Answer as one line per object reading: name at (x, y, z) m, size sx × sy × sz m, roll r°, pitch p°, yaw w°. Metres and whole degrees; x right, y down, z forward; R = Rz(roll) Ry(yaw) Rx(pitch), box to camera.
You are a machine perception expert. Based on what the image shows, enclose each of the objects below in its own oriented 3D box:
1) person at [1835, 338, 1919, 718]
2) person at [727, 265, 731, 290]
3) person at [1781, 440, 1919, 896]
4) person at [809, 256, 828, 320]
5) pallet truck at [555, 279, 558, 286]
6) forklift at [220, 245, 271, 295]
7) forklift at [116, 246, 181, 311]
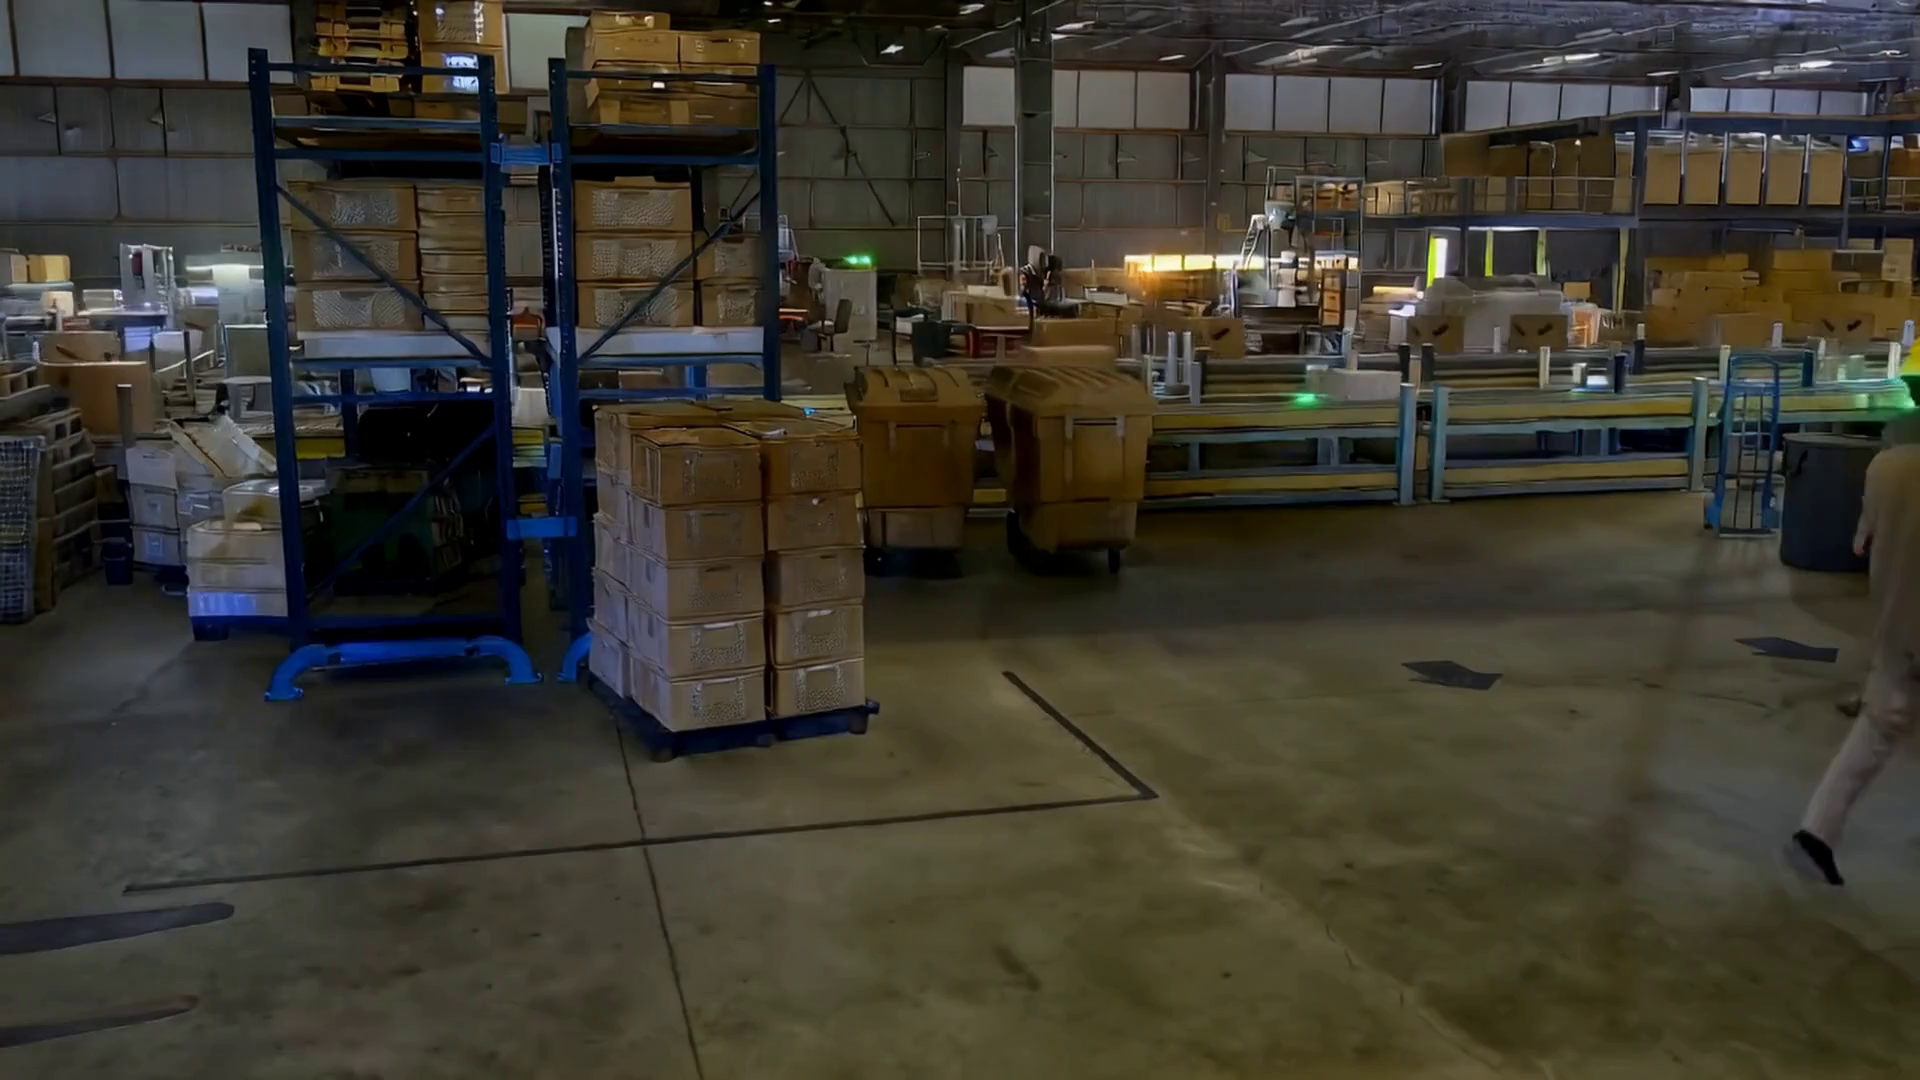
person at (4.251, -0.036, 7.429) m, size 0.879 × 1.721 × 0.545 m, roll -2°, pitch 10°, yaw -12°
person at (-5.951, -6.642, 44.052) m, size 0.608 × 1.992 × 1.052 m, roll 5°, pitch 11°, yaw 27°
person at (3.128, 0.290, 5.365) m, size 0.868 × 1.804 × 0.584 m, roll -5°, pitch 11°, yaw -24°
person at (-4.048, -7.244, 47.857) m, size 0.656 × 1.867 × 0.969 m, roll 3°, pitch 10°, yaw 17°
pallet truck at (-10.604, -6.375, 44.520) m, size 0.653 × 1.274 × 1.630 m, roll -3°, pitch 10°, yaw -15°
forklift at (-17.749, -6.334, 41.440) m, size 1.157 × 1.987 × 2.680 m, roll -3°, pitch 10°, yaw -17°
forklift at (-19.966, -6.232, 40.894) m, size 1.157 × 1.987 × 2.680 m, roll -3°, pitch 10°, yaw -15°
